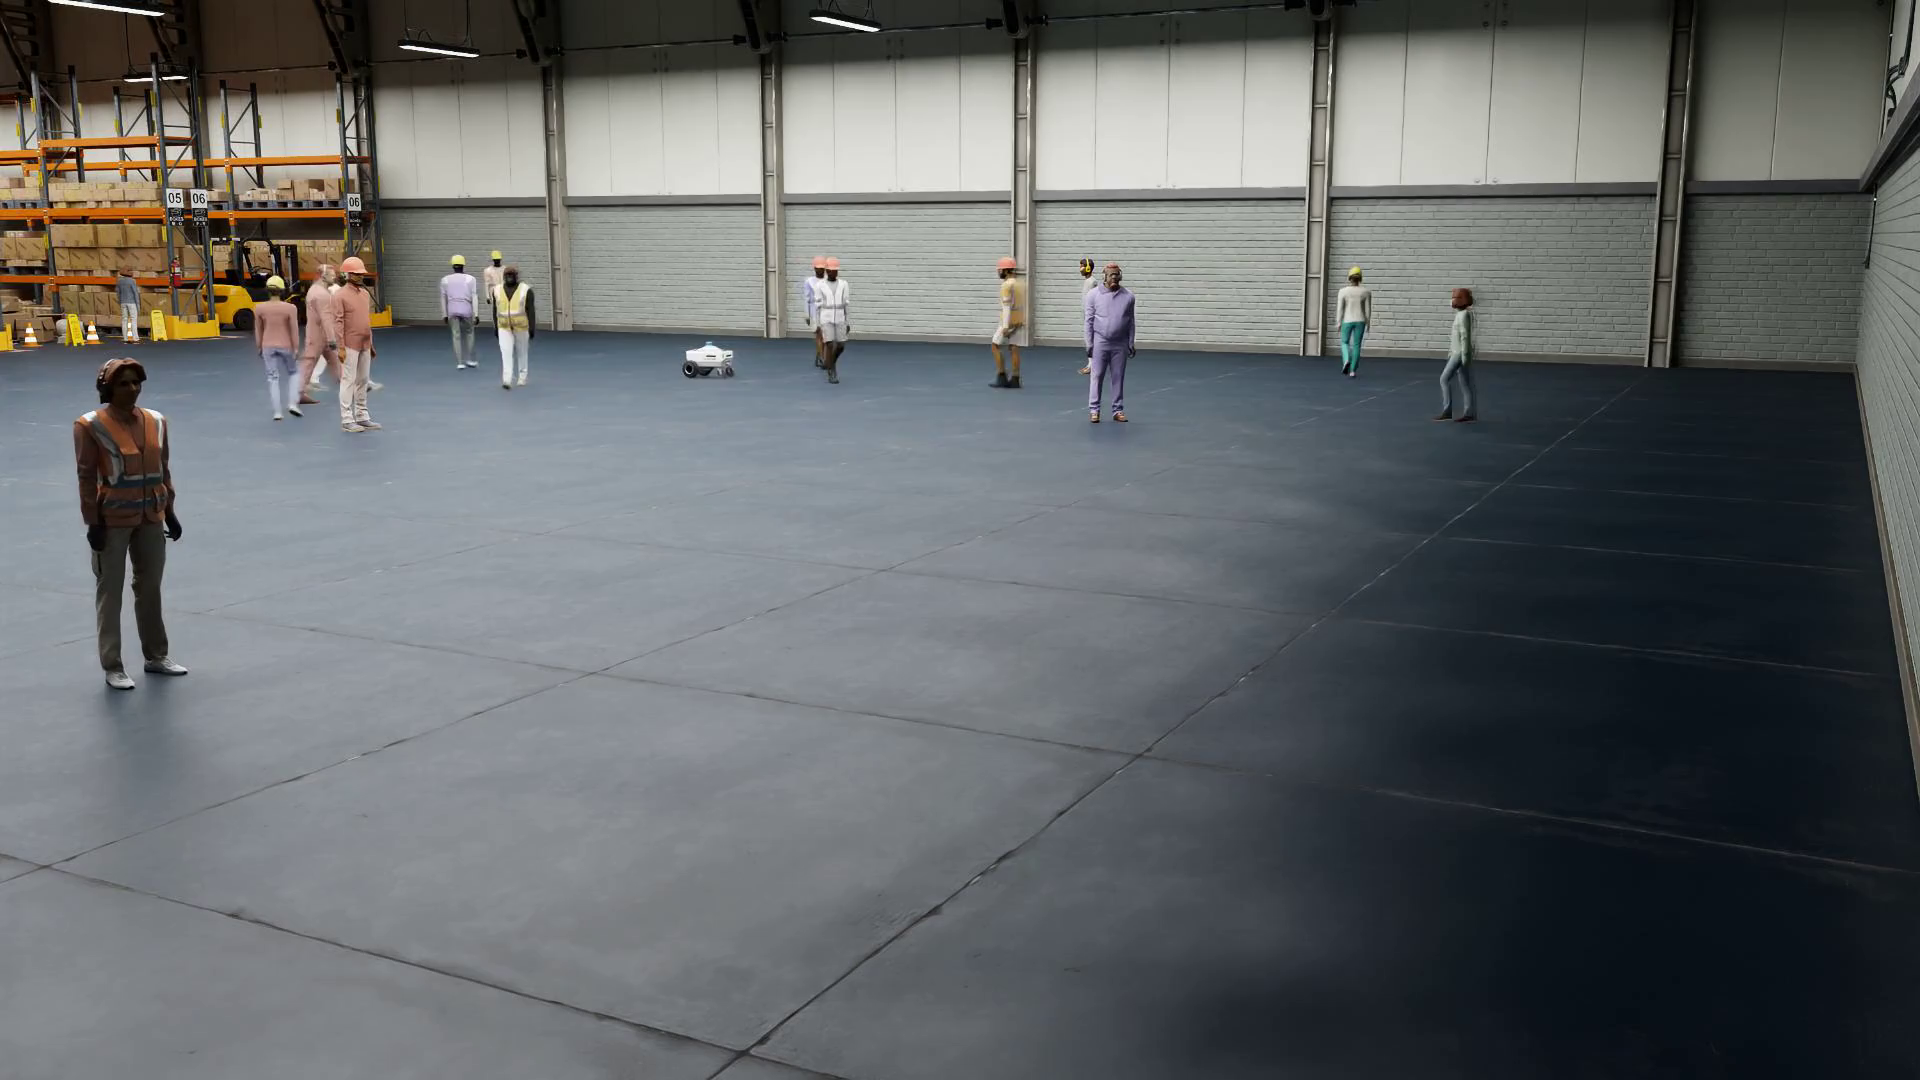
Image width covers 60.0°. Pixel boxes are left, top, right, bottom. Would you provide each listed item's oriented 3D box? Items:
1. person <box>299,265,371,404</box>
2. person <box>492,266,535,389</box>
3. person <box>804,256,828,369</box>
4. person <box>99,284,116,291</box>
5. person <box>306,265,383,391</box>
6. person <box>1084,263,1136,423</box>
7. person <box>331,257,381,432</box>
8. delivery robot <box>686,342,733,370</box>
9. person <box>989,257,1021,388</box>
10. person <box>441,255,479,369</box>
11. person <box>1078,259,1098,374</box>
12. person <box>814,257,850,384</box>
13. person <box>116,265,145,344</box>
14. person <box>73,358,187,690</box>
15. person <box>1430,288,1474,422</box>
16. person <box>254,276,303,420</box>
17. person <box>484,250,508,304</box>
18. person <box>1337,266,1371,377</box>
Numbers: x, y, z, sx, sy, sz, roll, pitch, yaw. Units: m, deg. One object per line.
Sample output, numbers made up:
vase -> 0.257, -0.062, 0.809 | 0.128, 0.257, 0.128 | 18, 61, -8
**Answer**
person -> -8.462, -2.744, 22.232 | 1.024, 1.843, 0.662 | -4, 11, -22
person -> -6.564, -3.124, 24.475 | 0.638, 1.786, 0.987 | -1, 10, -3
person -> -2.339, -3.834, 28.081 | 0.557, 1.888, 0.992 | -4, 11, -22
person -> -20.655, -6.141, 40.409 | 0.553, 1.974, 0.630 | 5, 12, 27
person -> -8.958, -3.042, 23.954 | 1.051, 1.829, 0.591 | -4, 11, -21
person -> 1.811, -2.362, 19.986 | 0.639, 1.911, 0.406 | -2, 11, -12
person -> -6.917, -2.238, 19.070 | 0.396, 1.992, 0.623 | 3, 11, 17
delivery robot -> -3.960, -2.890, 26.289 | 0.707, 0.478, 0.477 | 5, 11, 21
person -> 0.632, -3.186, 24.438 | 0.607, 1.917, 0.580 | 4, 11, 21
person -> -8.403, -3.843, 28.069 | 0.621, 1.897, 0.806 | -1, 10, -4
person -> 2.090, -3.632, 27.049 | 0.313, 1.865, 0.515 | 0, 10, -2
person -> -1.959, -3.345, 25.321 | 0.562, 1.919, 0.557 | -4, 11, -21
person -> -17.166, -4.863, 34.371 | 0.505, 1.633, 0.279 | 3, 11, 15
person -> -4.152, -0.090, 8.324 | 0.311, 1.642, 0.512 | 5, 12, 27
person -> 5.923, -2.217, 19.990 | 0.629, 1.607, 0.516 | 3, 11, 18
person -> -8.324, -2.342, 20.328 | 0.527, 1.753, 0.478 | -2, 11, -10
person -> -10.127, -5.398, 36.518 | 0.603, 1.912, 0.495 | -5, 12, -27
person -> 6.233, -3.443, 26.309 | 0.530, 1.754, 0.431 | 1, 10, 8
